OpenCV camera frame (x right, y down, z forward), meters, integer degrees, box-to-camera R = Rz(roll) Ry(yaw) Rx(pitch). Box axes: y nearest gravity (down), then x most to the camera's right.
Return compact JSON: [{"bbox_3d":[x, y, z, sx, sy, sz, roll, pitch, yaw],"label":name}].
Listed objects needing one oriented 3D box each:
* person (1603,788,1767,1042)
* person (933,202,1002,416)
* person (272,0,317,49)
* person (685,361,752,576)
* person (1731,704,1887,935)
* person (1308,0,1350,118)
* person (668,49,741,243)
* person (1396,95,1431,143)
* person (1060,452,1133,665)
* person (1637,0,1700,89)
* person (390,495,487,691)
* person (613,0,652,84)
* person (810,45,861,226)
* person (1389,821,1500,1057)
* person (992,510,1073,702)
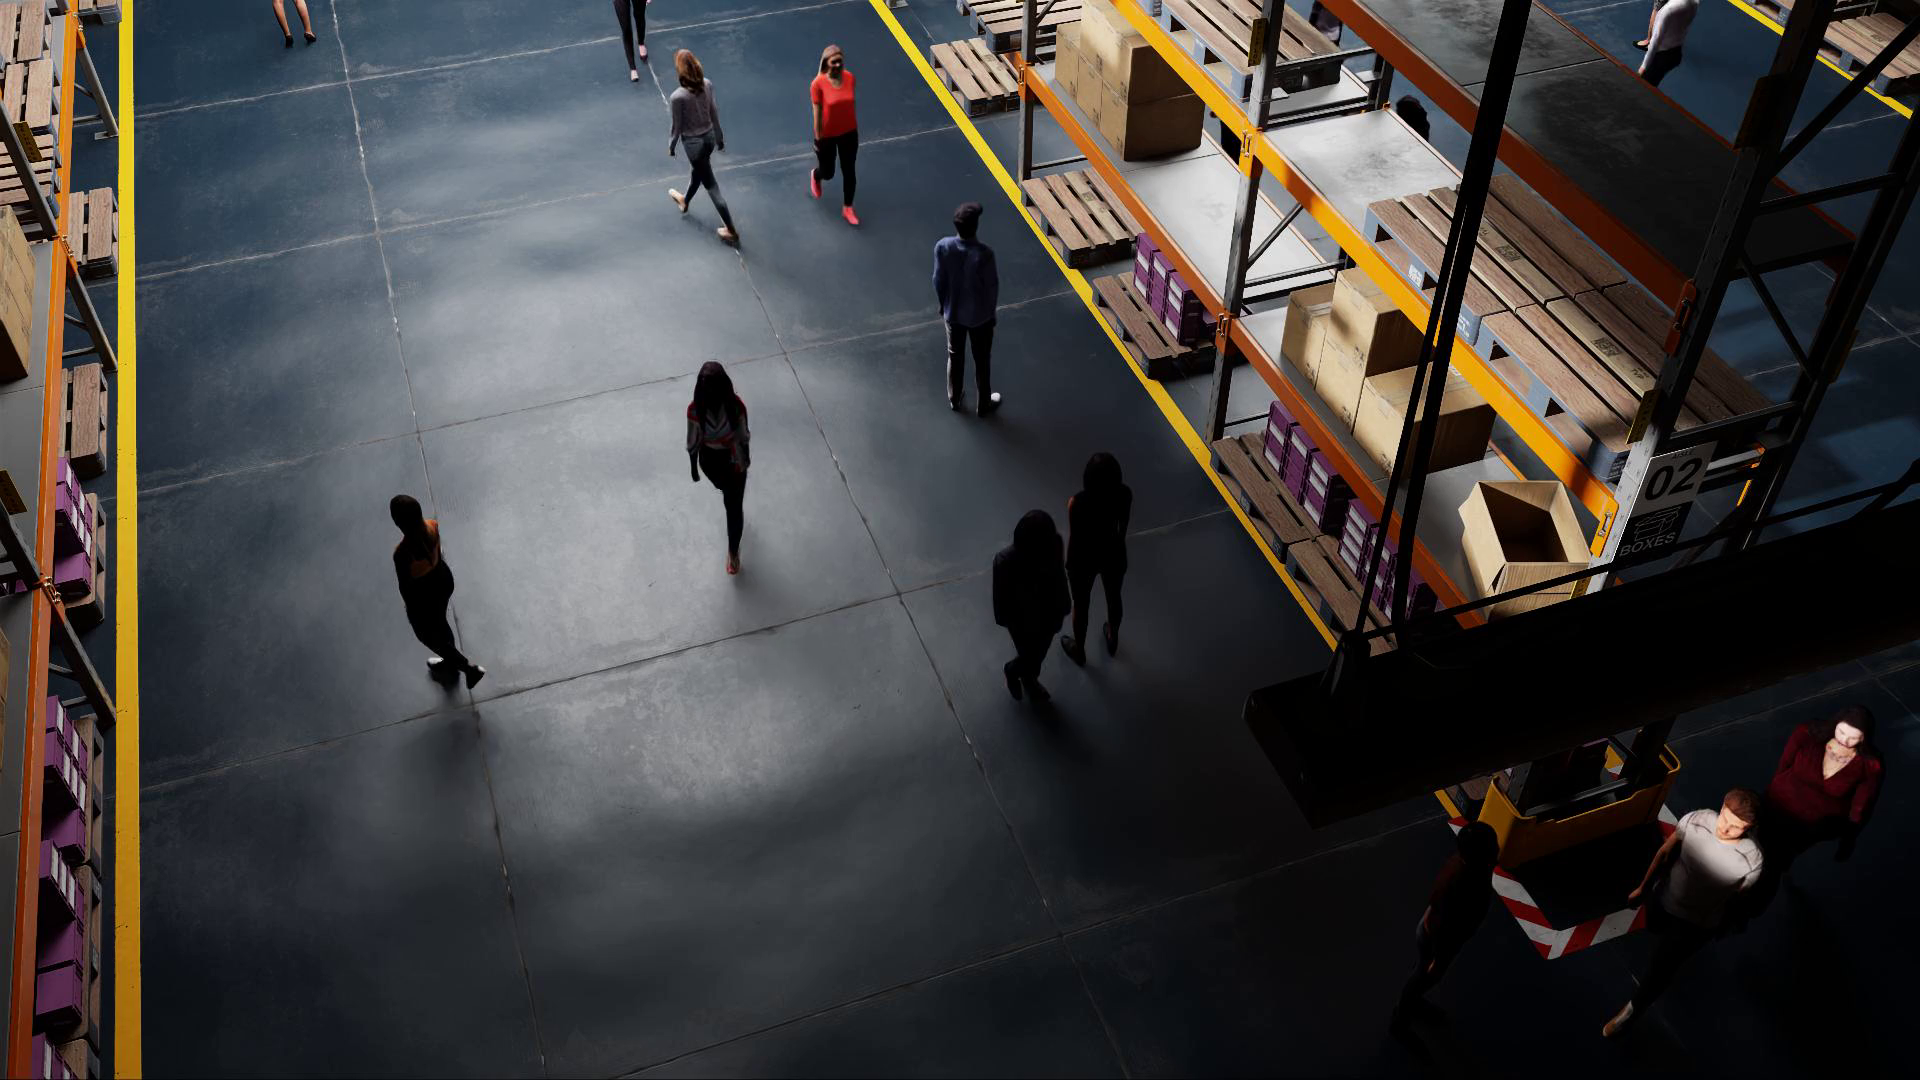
[{"bbox_3d":[3.921,1.888,8.886,0.910,1.868,1.161,-27,50,-25],"label":"person"},{"bbox_3d":[0.065,-1.758,12.699,0.740,1.888,0.783,14,45,15],"label":"person"},{"bbox_3d":[-7.062,-5.927,17.228,0.571,1.676,0.484,-10,44,-10],"label":"person"},{"bbox_3d":[-1.674,-0.626,11.738,0.836,1.574,1.164,-2,44,-2],"label":"person"},{"bbox_3d":[4.863,1.459,9.467,1.168,1.687,1.139,24,49,23],"label":"person"},{"bbox_3d":[3.530,-4.670,15.905,1.256,1.681,0.965,34,53,30],"label":"person"},{"bbox_3d":[-2.217,-3.378,14.507,1.252,1.739,0.991,32,52,29],"label":"person"},{"bbox_3d":[3.755,-3.079,14.281,0.631,1.618,0.593,-21,47,-20],"label":"person"},{"bbox_3d":[0.891,0.111,10.844,0.591,1.740,0.500,-14,45,-14],"label":"person"},{"bbox_3d":[6.635,-4.466,15.568,0.796,1.850,1.085,-26,49,-25],"label":"person"},{"bbox_3d":[-3.339,0.366,10.666,0.918,1.617,0.847,20,47,20],"label":"person"},{"bbox_3d":[-3.336,-5.591,16.849,0.751,1.712,1.167,-7,44,-7],"label":"person"},{"bbox_3d":[-1.147,-3.643,14.827,0.656,1.681,0.899,-20,47,-20],"label":"person"},{"bbox_3d":[2.545,2.060,8.768,0.730,1.781,0.714,25,49,24],"label":"person"},{"bbox_3d":[0.427,0.395,10.656,0.761,1.588,0.778,-28,50,-27],"label":"person"}]
